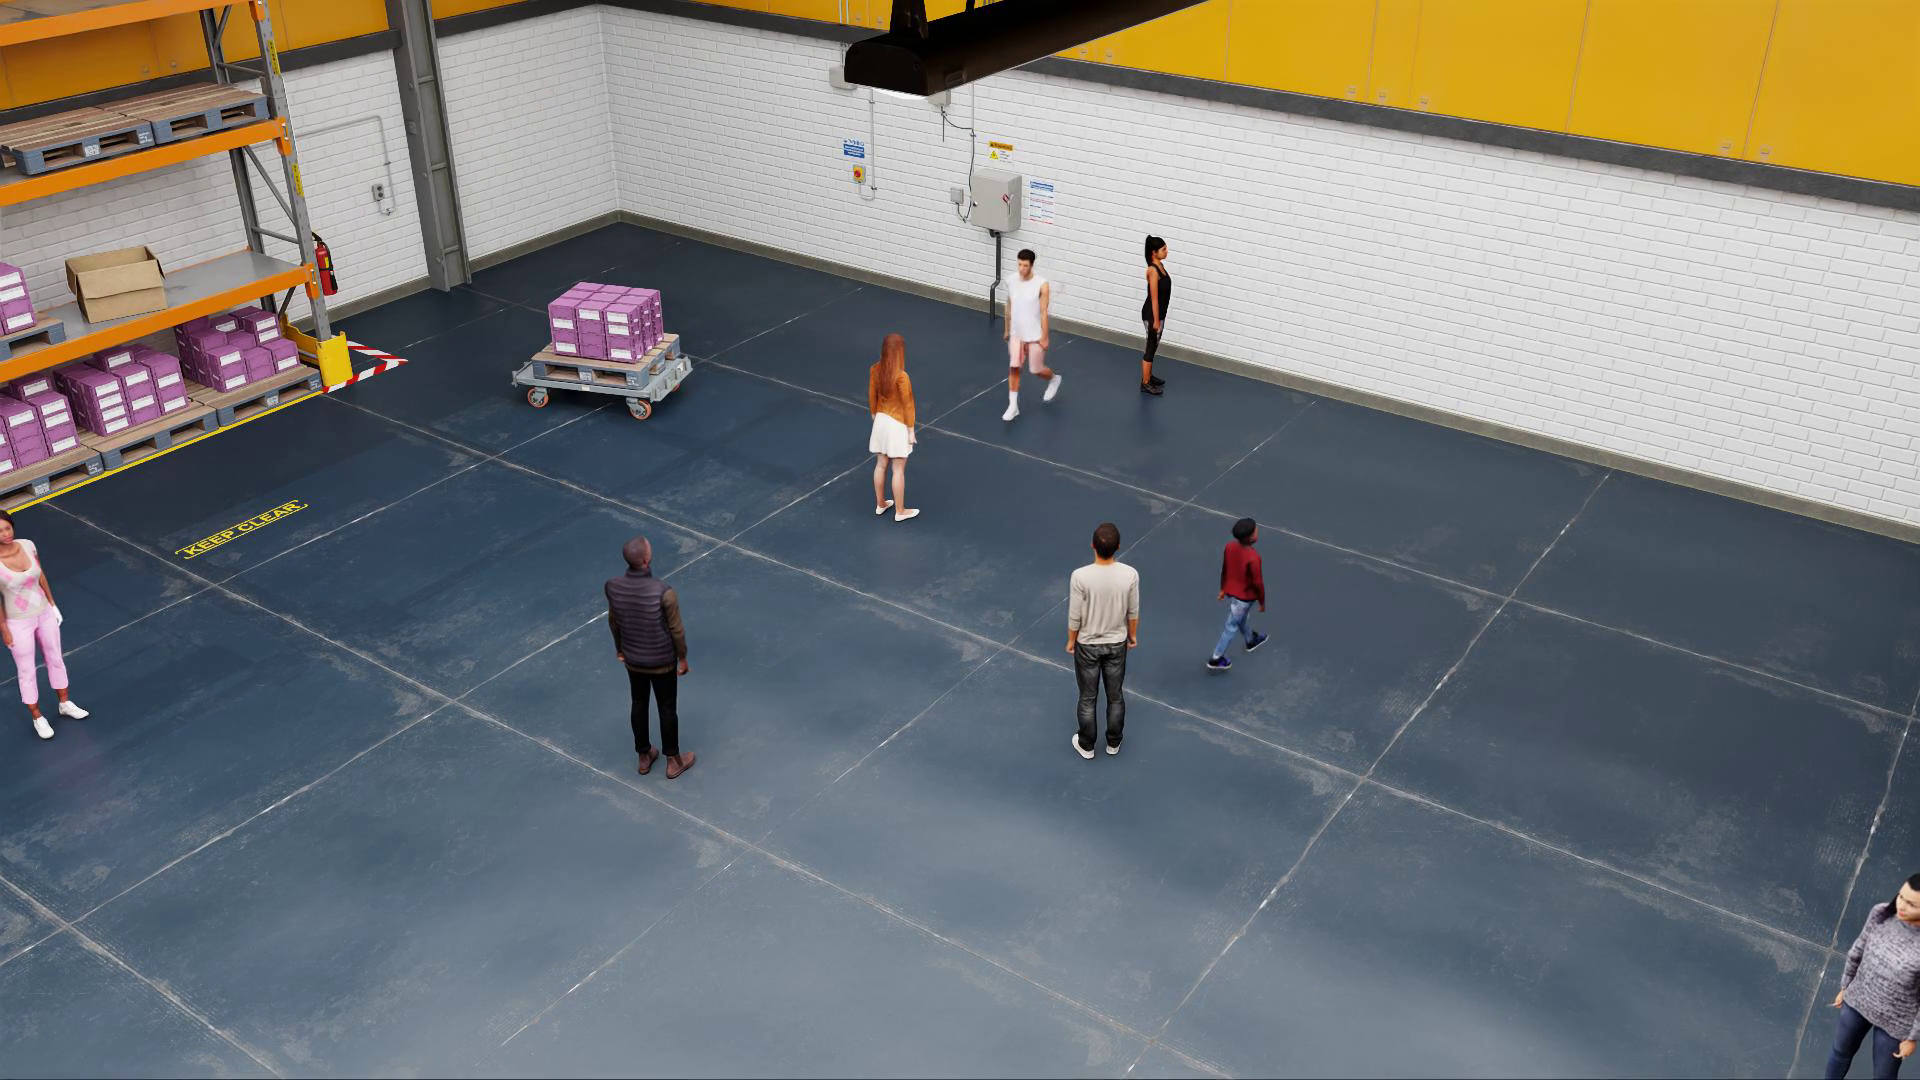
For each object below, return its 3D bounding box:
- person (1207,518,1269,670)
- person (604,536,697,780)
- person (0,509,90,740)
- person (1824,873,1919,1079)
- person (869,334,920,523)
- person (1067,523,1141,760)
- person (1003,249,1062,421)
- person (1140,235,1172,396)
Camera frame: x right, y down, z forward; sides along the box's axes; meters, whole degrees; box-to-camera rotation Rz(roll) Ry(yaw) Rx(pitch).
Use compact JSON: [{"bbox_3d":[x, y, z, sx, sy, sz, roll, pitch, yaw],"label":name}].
[{"bbox_3d":[2.070,0.424,12.548,0.944,1.229,0.732,-16,33,-27],"label":"person"},{"bbox_3d":[-2.101,0.790,11.244,0.756,1.836,0.688,9,30,15],"label":"person"},{"bbox_3d":[-6.584,0.565,11.755,0.660,1.742,0.471,15,32,25],"label":"person"},{"bbox_3d":[4.685,2.379,8.440,0.690,1.731,0.688,-13,31,-22],"label":"person"},{"bbox_3d":[-0.604,-0.997,14.642,0.633,1.720,0.565,21,35,33],"label":"person"},{"bbox_3d":[0.981,0.698,11.438,0.721,1.812,0.774,-4,29,-7],"label":"person"},{"bbox_3d":[0.737,-2.089,16.615,0.705,1.747,1.083,19,34,31],"label":"person"},{"bbox_3d":[2.004,-2.340,17.165,0.708,1.660,0.580,5,29,10],"label":"person"}]
